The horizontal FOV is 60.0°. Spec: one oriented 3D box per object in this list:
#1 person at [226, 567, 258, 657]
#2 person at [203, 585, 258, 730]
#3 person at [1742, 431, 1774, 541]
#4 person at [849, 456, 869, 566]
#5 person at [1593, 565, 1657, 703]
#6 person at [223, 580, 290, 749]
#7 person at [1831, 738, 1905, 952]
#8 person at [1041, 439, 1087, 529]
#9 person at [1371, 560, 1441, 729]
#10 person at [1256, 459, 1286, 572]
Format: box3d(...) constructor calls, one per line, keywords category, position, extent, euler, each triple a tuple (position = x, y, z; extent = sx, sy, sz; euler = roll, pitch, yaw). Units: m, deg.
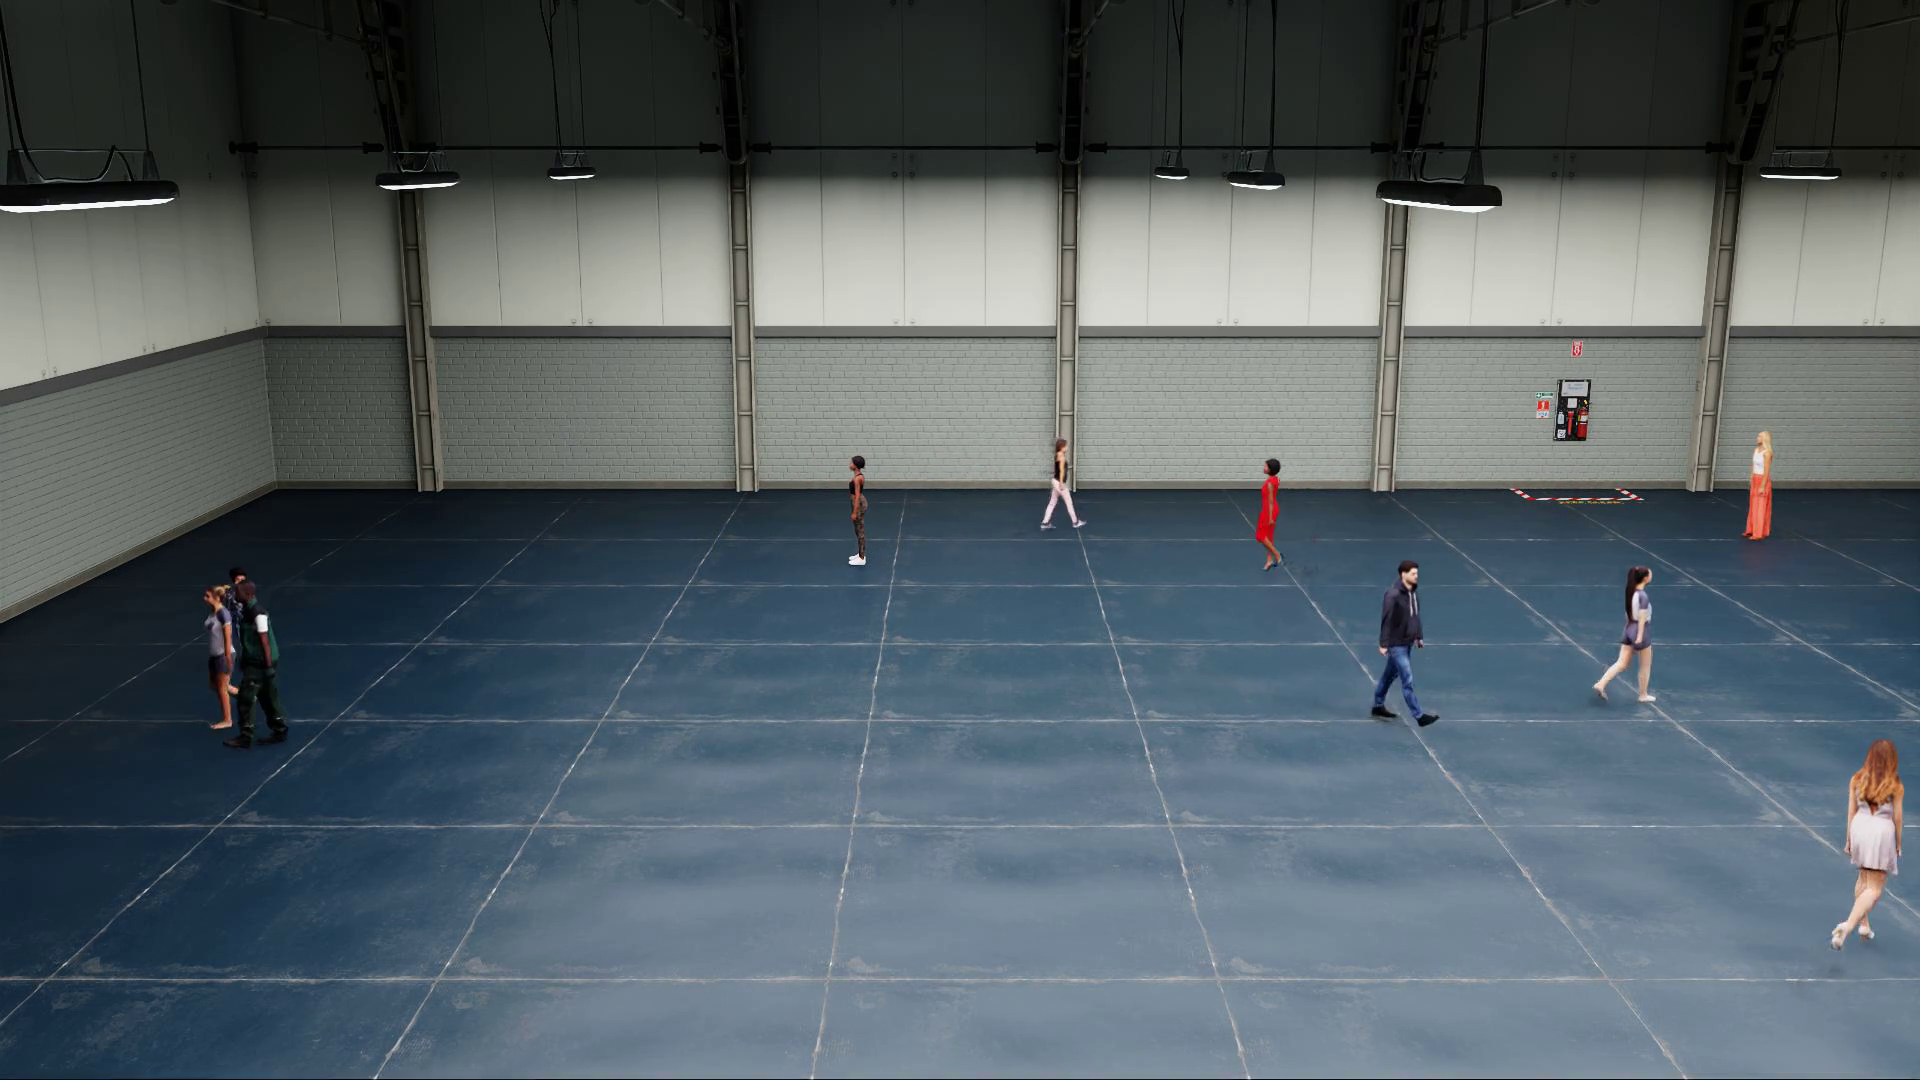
box3d(category="person", position=(-8.879, 0.945, 20.562), extent=(0.862, 1.222, 0.850), euler=(-9, 16, -33))
box3d(category="person", position=(-8.051, 1.267, 18.311), extent=(0.881, 1.612, 0.791), euler=(-9, 16, -35))
box3d(category="person", position=(13.111, -0.896, 27.232), extent=(0.567, 1.801, 0.623), euler=(0, 13, 2))
box3d(category="person", position=(-1.565, -0.475, 25.635), extent=(0.517, 1.700, 0.559), euler=(0, 13, 0))
box3d(category="person", position=(7.641, 1.100, 19.006), extent=(1.032, 1.622, 0.718), euler=(-2, 13, -10))
box3d(category="person", position=(-7.371, 1.303, 17.699), extent=(1.062, 1.817, 0.966), euler=(-9, 16, -33))
box3d(category="person", position=(7.092, 2.433, 12.981), extent=(1.100, 1.745, 0.968), euler=(-10, 17, -38))
box3d(category="person", position=(1.608, -0.903, 27.885), extent=(1.080, 1.520, 0.764), euler=(-4, 14, -19))
box3d(category="person", position=(4.781, 1.130, 18.379), extent=(1.156, 1.848, 1.205), euler=(-12, 18, -43))
box3d(category="person", position=(4.743, -0.364, 25.082), extent=(0.739, 1.734, 0.659), euler=(3, 13, 13))
